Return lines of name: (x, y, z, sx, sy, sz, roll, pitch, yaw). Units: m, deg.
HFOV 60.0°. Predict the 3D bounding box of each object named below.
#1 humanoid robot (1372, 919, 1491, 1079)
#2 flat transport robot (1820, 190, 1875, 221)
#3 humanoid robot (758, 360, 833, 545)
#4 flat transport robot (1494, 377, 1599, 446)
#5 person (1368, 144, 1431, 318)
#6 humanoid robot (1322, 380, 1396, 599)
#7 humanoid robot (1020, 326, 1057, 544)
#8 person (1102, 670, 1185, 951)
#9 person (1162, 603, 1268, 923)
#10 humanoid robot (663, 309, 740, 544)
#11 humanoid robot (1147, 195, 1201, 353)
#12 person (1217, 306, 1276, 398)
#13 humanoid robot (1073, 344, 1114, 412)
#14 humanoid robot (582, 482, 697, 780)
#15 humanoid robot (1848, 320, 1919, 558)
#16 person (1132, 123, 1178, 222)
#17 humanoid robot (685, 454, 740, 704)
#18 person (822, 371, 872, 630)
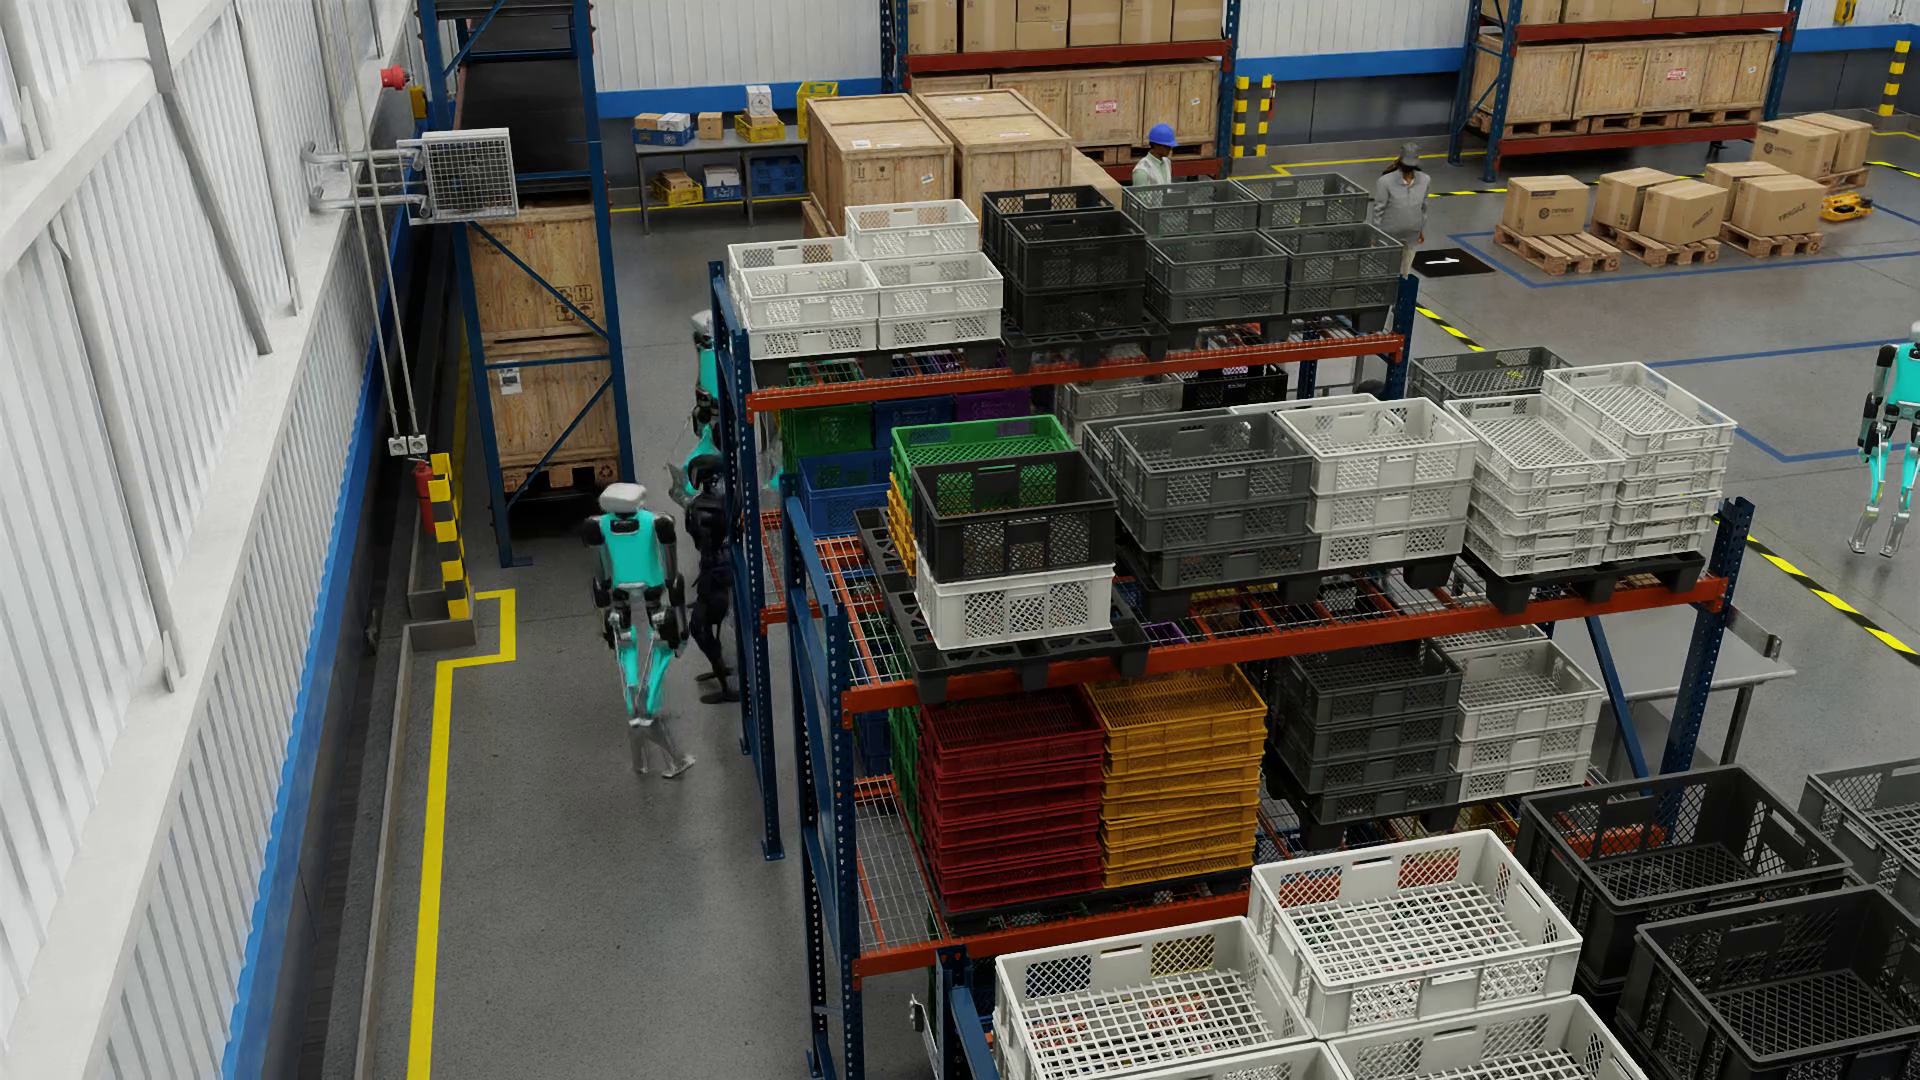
humanoid robot: (1.557, 2.191, 6.358, 1.012, 1.758, 0.531, -9, 29, -16)
flat transport robot: (10.073, -4.128, 19.848, 0.652, 0.197, 1.431, -15, 31, -26)
humanoid robot: (-1.266, -0.734, 11.956, 0.783, 1.868, 0.530, 4, 28, 8)
flat transport robot: (4.780, -1.036, 14.013, 0.659, 0.231, 1.431, -6, 28, -12)
person: (4.231, -2.964, 16.065, 0.572, 1.761, 0.407, -6, 28, -11)
humanoid robot: (2.744, -0.326, 11.170, 0.538, 1.631, 0.600, -8, 29, -15)
humanoid robot: (0.547, -0.764, 12.004, 0.702, 1.628, 0.617, 20, 34, 33)
person: (0.883, 1.312, 7.889, 0.403, 1.823, 0.588, 17, 32, 30)
person: (1.274, 1.128, 8.219, 0.621, 1.844, 0.429, -12, 30, -22)
humanoid robot: (-1.872, -0.750, 11.817, 0.689, 1.734, 0.546, -18, 33, -30)
humanoid robot: (1.940, -2.196, 14.654, 0.544, 1.781, 0.888, 23, 36, 37)
person: (1.931, -0.654, 11.402, 0.614, 2.030, 0.400, 24, 36, 38)
humanoid robot: (0.951, -0.706, 11.874, 0.538, 1.644, 0.584, -12, 30, -22)
humanoid robot: (-1.839, 0.603, 9.338, 0.584, 1.775, 0.712, 4, 28, 7)
humanoid robot: (6.515, -0.637, 11.533, 0.533, 1.680, 0.735, 13, 31, 24)
person: (1.857, -3.055, 16.057, 0.411, 1.939, 0.602, 18, 32, 30)
humanoid robot: (-1.512, 0.257, 10.048, 0.345, 1.653, 0.589, -3, 28, -5)
person: (-0.722, -0.272, 10.832, 0.337, 1.881, 0.583, 3, 28, 5)
